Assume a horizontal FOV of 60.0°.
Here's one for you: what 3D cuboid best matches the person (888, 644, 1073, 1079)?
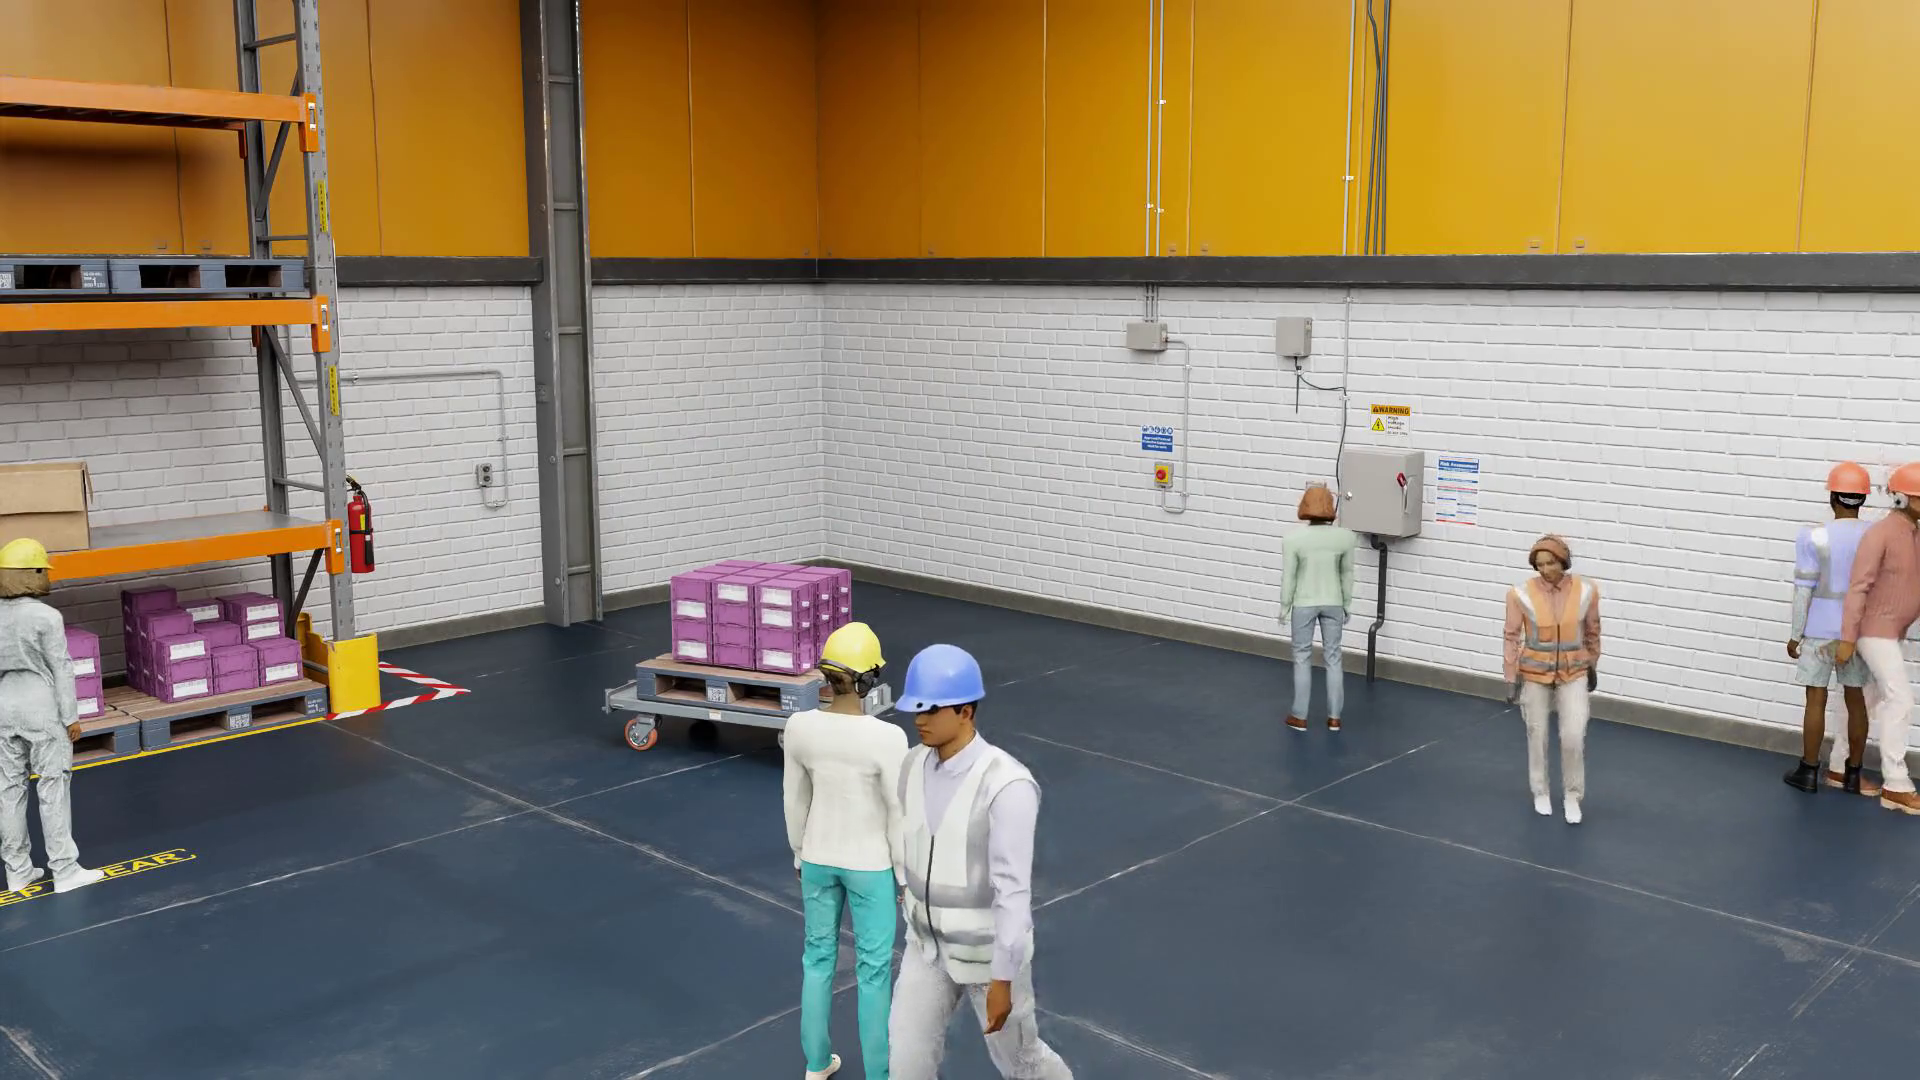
[{"bbox_3d":[0.071,1.238,5.266,0.592,1.910,0.965,8,12,41],"label":"person"}]

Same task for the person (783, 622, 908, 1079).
[{"bbox_3d":[-0.394,1.173,6.078,0.527,1.768,0.314,4,10,25],"label":"person"}]

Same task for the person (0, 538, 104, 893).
[{"bbox_3d":[-4.510,0.856,8.111,0.483,1.735,0.311,1,9,8],"label":"person"}]

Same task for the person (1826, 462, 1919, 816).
[{"bbox_3d":[5.316,0.538,9.358,0.634,1.956,0.825,-8,12,-40],"label":"person"}]

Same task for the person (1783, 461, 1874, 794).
[{"bbox_3d":[5.064,0.511,9.609,0.545,1.939,0.354,1,9,6],"label":"person"}]

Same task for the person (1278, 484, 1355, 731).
[{"bbox_3d":[2.345,0.446,10.938,0.505,1.632,0.264,-1,9,-5],"label":"person"}]

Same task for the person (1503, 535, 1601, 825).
[{"bbox_3d":[3.232,0.752,9.124,0.538,1.599,0.509,1,9,9],"label":"person"}]
